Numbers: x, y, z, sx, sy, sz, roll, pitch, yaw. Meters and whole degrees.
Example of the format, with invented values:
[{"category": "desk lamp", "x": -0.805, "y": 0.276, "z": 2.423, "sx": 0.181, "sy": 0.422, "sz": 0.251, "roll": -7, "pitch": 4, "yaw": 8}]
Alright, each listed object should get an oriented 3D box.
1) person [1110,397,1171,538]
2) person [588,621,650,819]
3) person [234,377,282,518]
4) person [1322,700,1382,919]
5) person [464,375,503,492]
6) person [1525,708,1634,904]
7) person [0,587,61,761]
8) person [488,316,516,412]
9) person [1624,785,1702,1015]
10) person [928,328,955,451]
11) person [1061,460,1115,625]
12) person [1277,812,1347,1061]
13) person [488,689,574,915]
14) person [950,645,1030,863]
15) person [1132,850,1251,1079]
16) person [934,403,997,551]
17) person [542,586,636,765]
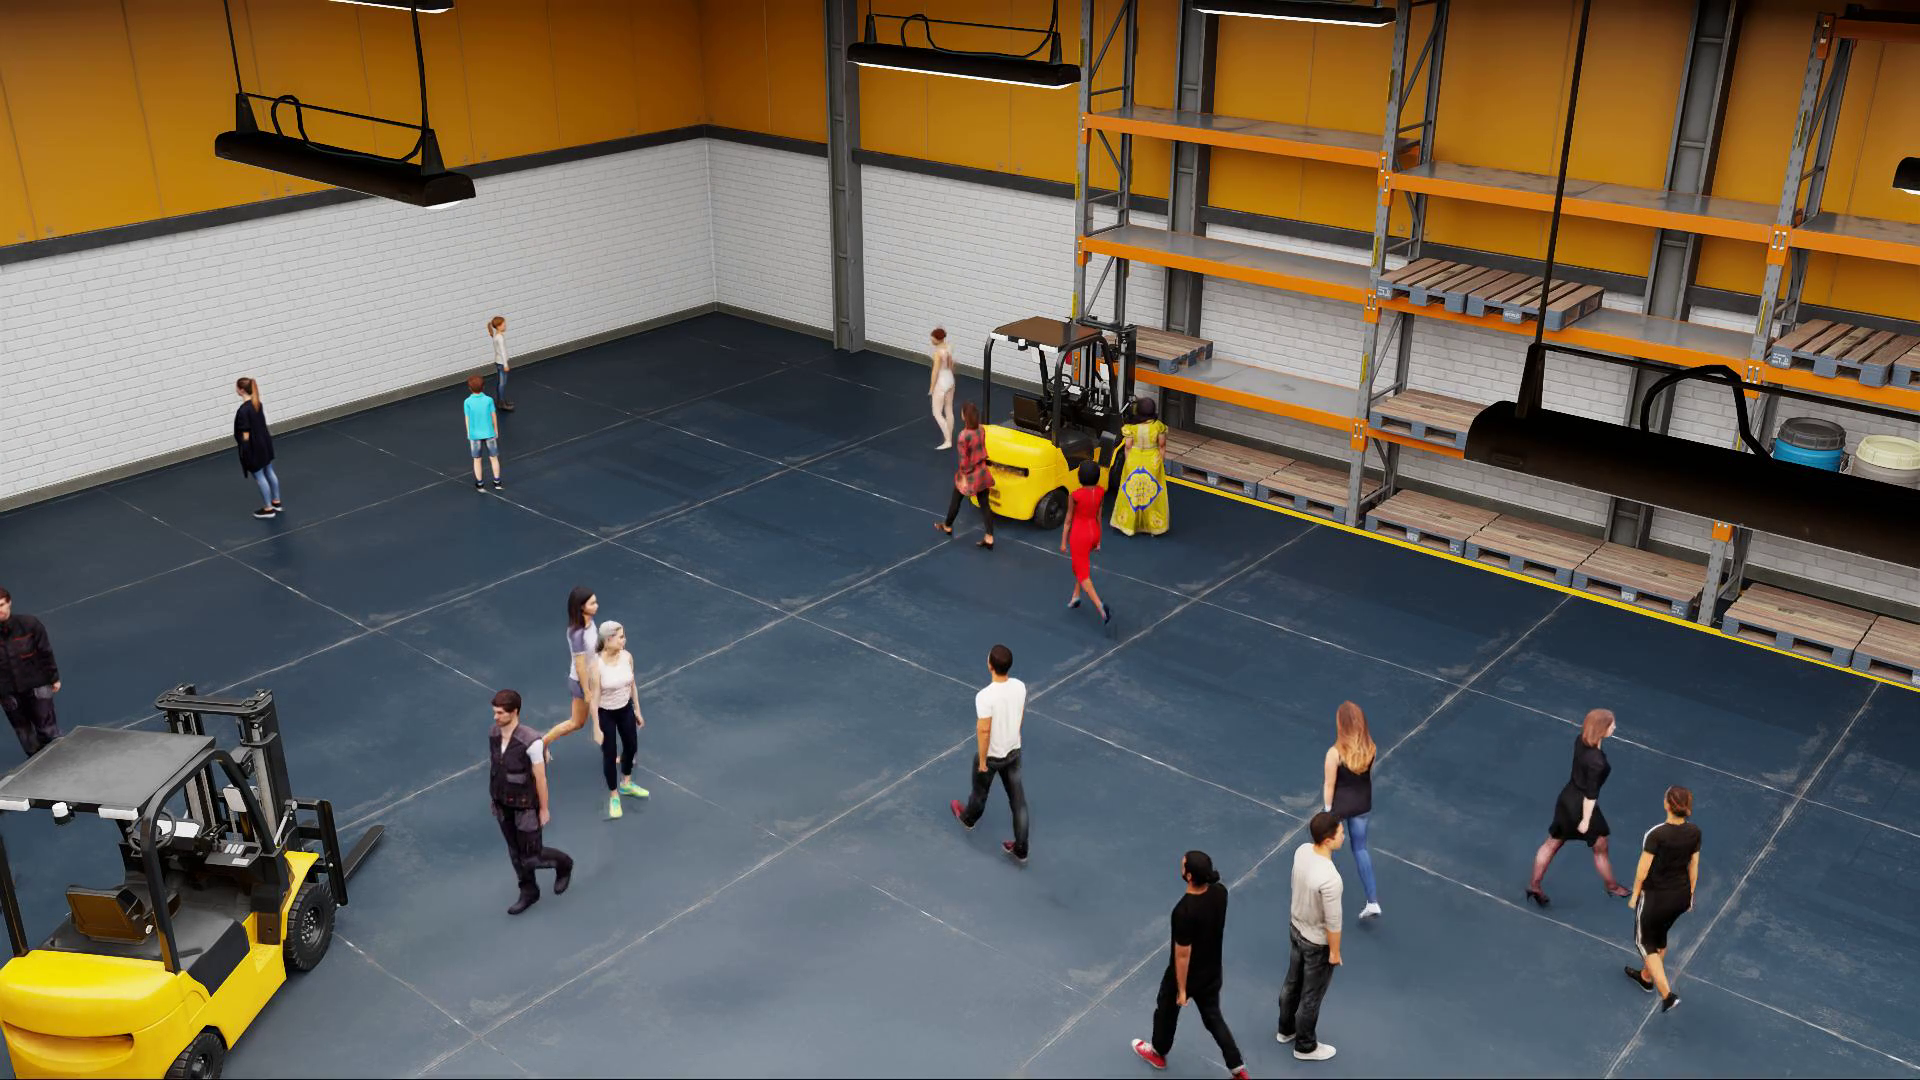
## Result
[{"category": "person", "x": 2.082, "y": -0.831, "z": 18.817, "sx": 0.966, "sy": 1.659, "sz": 1.061, "roll": 2, "pitch": 24, "yaw": 3}, {"category": "person", "x": -2.837, "y": 1.449, "z": 13.560, "sx": 0.634, "sy": 1.693, "sz": 0.529, "roll": -15, "pitch": 28, "yaw": -31}, {"category": "person", "x": -8.191, "y": -1.091, "z": 19.382, "sx": 0.732, "sy": 1.684, "sz": 0.720, "roll": 4, "pitch": 24, "yaw": 8}, {"category": "person", "x": 2.903, "y": 2.014, "z": 12.265, "sx": 0.950, "sy": 1.693, "sz": 1.100, "roll": -6, "pitch": 24, "yaw": -13}, {"category": "person", "x": -5.802, "y": -1.311, "z": 20.178, "sx": 0.591, "sy": 1.449, "sz": 0.612, "roll": -9, "pitch": 25, "yaw": -20}, {"category": "person", "x": 4.499, "y": 2.007, "z": 12.315, "sx": 1.109, "sy": 1.668, "sz": 1.026, "roll": -1, "pitch": 24, "yaw": -3}, {"category": "person", "x": -7.872, "y": 1.194, "z": 13.974, "sx": 0.858, "sy": 1.828, "sz": 0.854, "roll": -10, "pitch": 26, "yaw": -22}, {"category": "person", "x": -6.329, "y": -2.440, "z": 22.931, "sx": 0.601, "sy": 1.312, "sz": 0.523, "roll": -7, "pitch": 25, "yaw": -15}, {"category": "person", "x": 4.813, "y": 2.464, "z": 11.287, "sx": 0.884, "sy": 1.653, "sz": 0.998, "roll": -4, "pitch": 24, "yaw": -9}, {"category": "person", "x": -0.193, "y": -2.000, "z": 21.551, "sx": 0.617, "sy": 1.612, "sz": 0.748, "roll": 21, "pitch": 31, "yaw": 39}, {"category": "person", "x": 1.296, "y": 0.057, "z": 16.714, "sx": 0.796, "sy": 1.716, "sz": 1.115, "roll": -15, "pitch": 28, "yaw": -31}, {"category": "person", "x": 2.297, "y": 2.567, "z": 10.856, "sx": 0.794, "sy": 1.810, "sz": 0.664, "roll": -8, "pitch": 25, "yaw": -18}, {"category": "person", "x": -3.200, "y": 1.899, "z": 12.347, "sx": 0.757, "sy": 1.840, "sz": 0.760, "roll": 14, "pitch": 27, "yaw": 29}, {"category": "person", "x": 0.367, "y": 1.691, "z": 12.920, "sx": 0.855, "sy": 1.761, "sz": 1.180, "roll": -16, "pitch": 28, "yaw": -33}, {"category": "person", "x": 1.553, "y": 2.762, "z": 10.504, "sx": 0.721, "sy": 1.734, "sz": 1.165, "roll": -21, "pitch": 31, "yaw": -39}, {"category": "person", "x": 0.214, "y": -0.674, "z": 18.459, "sx": 1.047, "sy": 1.657, "sz": 0.638, "roll": 20, "pitch": 31, "yaw": 39}, {"category": "person", "x": -3.257, "y": 1.199, "z": 14.117, "sx": 1.137, "sy": 1.704, "sz": 1.020, "roll": 1, "pitch": 24, "yaw": 2}]
